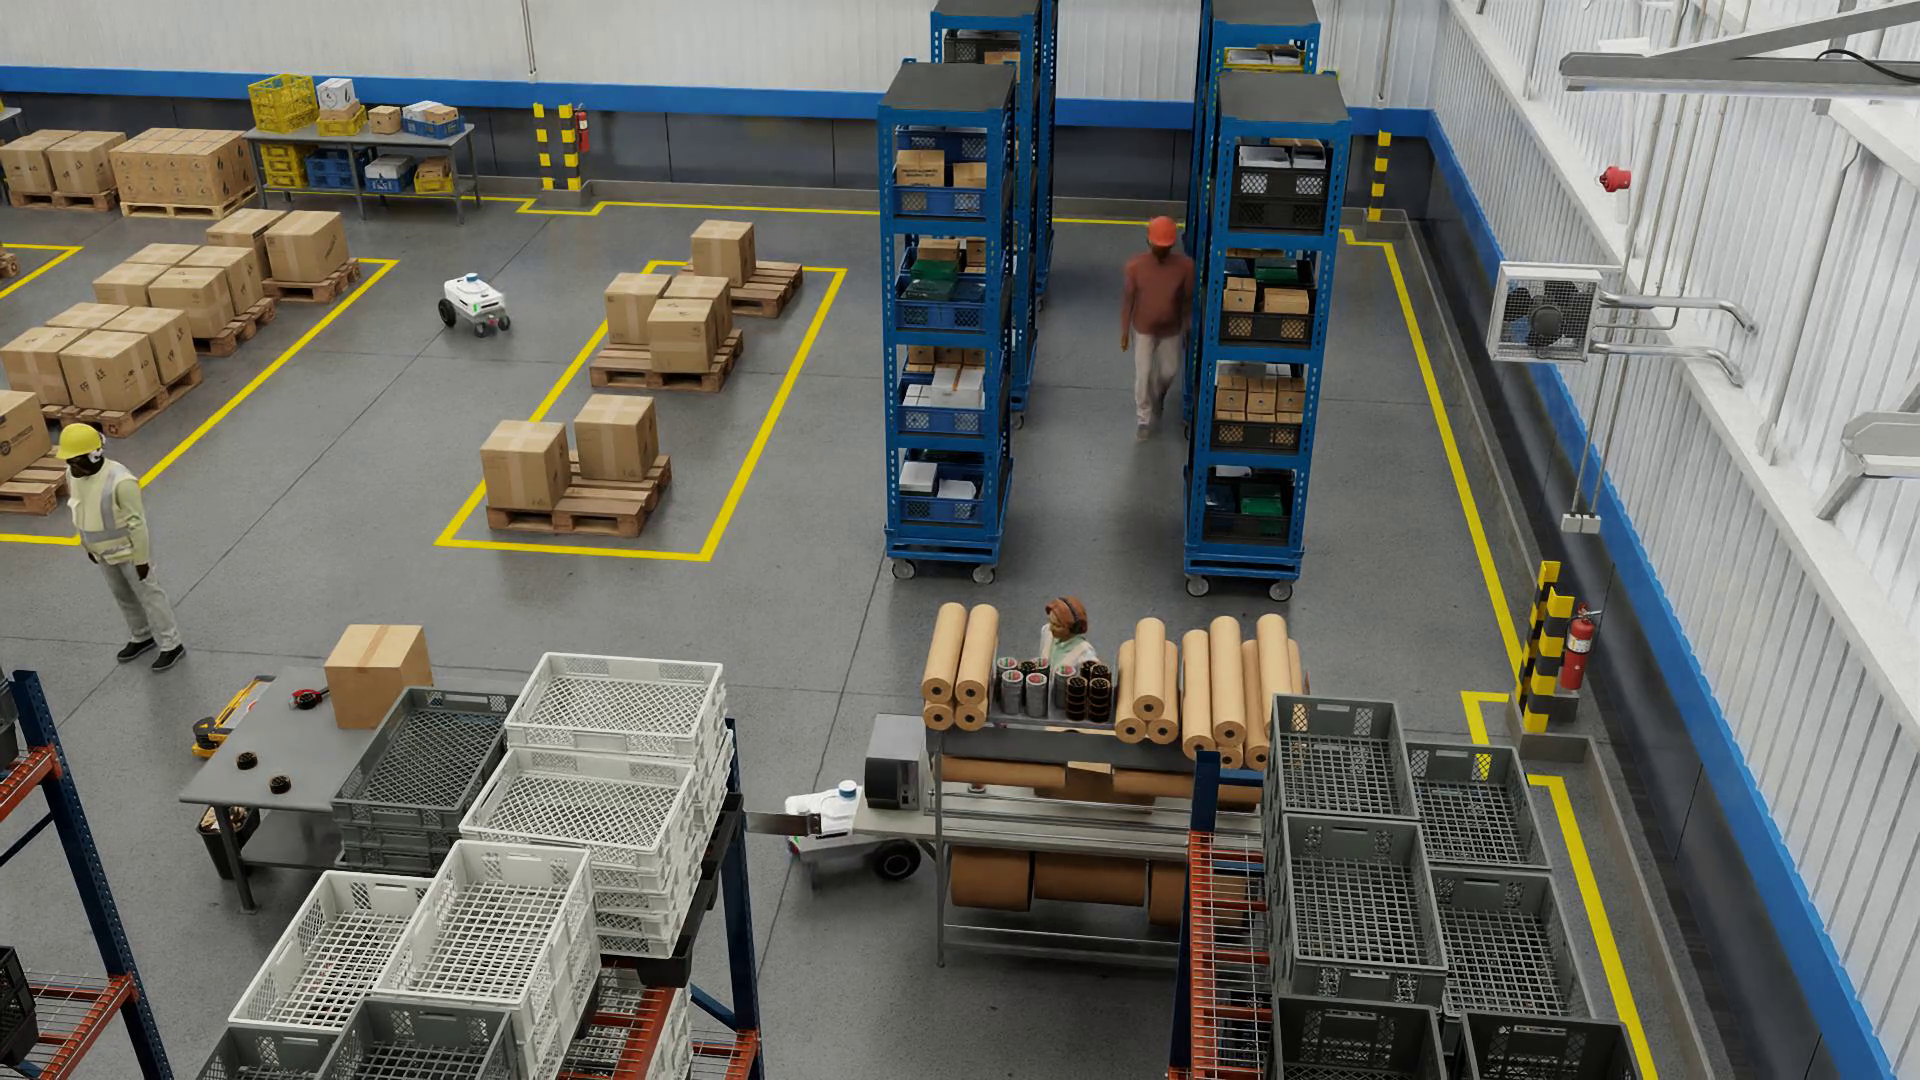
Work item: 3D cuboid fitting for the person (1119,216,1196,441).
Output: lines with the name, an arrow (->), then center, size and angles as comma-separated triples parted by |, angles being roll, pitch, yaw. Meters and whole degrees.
person -> 1.663, -1.818, 14.077 | 0.642, 1.980, 0.519 | 3, 30, 6

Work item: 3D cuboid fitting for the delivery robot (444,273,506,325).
delivery robot -> -4.777, -2.383, 16.369 | 0.477, 0.478, 0.707 | -23, 37, -33

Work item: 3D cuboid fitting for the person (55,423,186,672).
person -> -5.607, 0.042, 11.044 | 0.595, 1.826, 0.403 | 13, 33, 22

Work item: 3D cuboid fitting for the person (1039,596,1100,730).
person -> 0.605, 1.021, 9.547 | 0.312, 1.631, 0.514 | -17, 34, -26

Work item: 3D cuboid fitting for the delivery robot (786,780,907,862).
delivery robot -> -0.637, 1.597, 9.534 | 0.707, 0.478, 0.477 | -6, 31, -10
